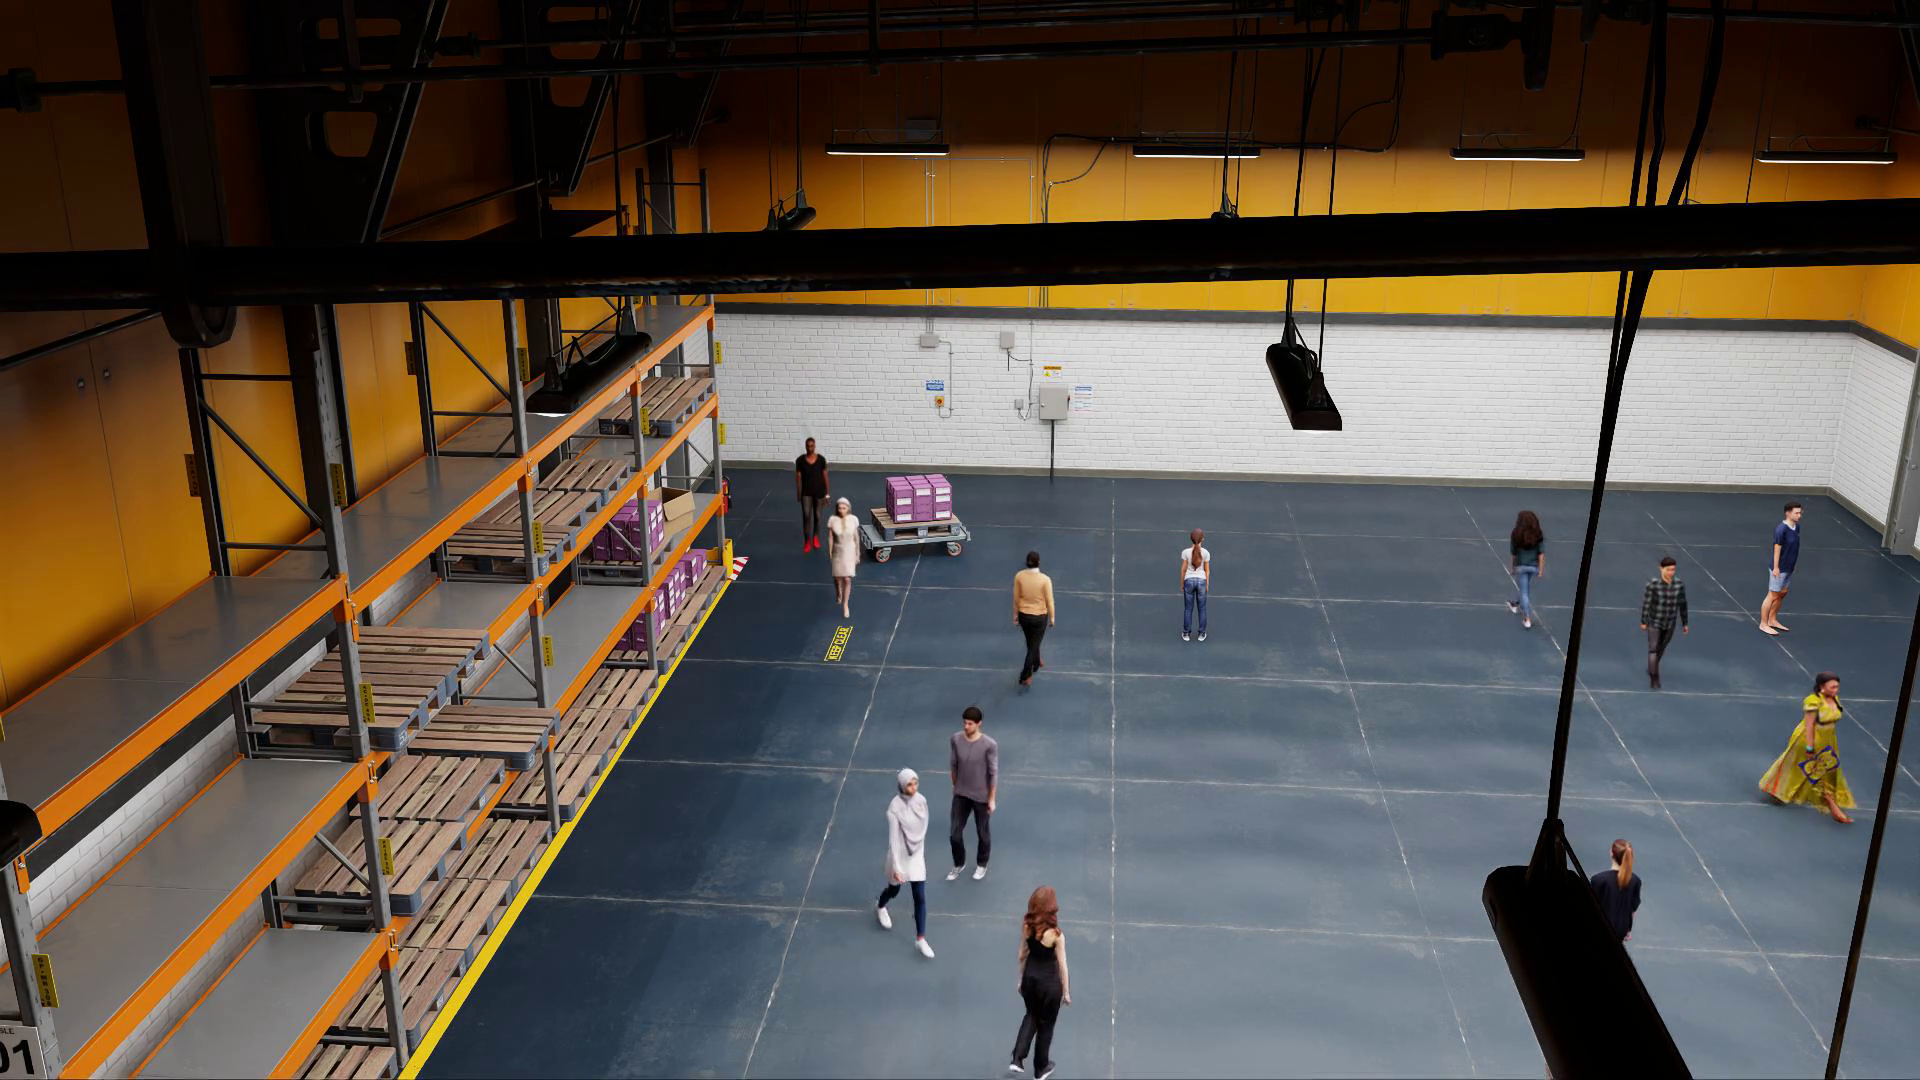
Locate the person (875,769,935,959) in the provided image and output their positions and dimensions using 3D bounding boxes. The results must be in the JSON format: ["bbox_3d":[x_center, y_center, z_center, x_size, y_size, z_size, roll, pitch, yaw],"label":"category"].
[{"bbox_3d":[-0.555,2.904,15.246,1.056,1.744,1.184,-12,22,-31],"label":"person"}]

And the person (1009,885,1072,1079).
[{"bbox_3d":[0.599,3.586,13.235,0.776,1.736,0.865,13,22,33],"label":"person"}]

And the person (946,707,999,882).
[{"bbox_3d":[0.172,2.463,16.408,0.759,1.838,0.755,7,20,19],"label":"person"}]

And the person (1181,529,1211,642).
[{"bbox_3d":[3.171,0.587,22.412,0.547,1.562,0.529,3,19,8],"label":"person"}]

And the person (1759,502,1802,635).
[{"bbox_3d":[11.205,0.355,22.654,0.705,1.847,0.746,-13,22,-33],"label":"person"}]

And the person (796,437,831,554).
[{"bbox_3d":[-2.300,-0.749,26.027,0.765,1.787,0.892,-3,19,-9],"label":"person"}]

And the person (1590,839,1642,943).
[{"bbox_3d":[5.512,3.360,14.065,0.787,1.633,1.169,-2,19,-7],"label":"person"}]

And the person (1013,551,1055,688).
[{"bbox_3d":[0.888,1.016,20.889,0.944,1.721,1.263,8,20,24],"label":"person"}]

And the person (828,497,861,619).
[{"bbox_3d":[-1.625,0.214,23.261,0.685,1.725,0.797,-3,19,-8],"label":"person"}]

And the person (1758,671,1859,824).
[{"bbox_3d":[9.011,2.152,17.703,1.175,1.601,1.346,-10,21,-28],"label":"person"}]

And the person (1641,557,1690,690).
[{"bbox_3d":[8.913,0.993,21.129,0.722,1.692,0.972,0,19,0],"label":"person"}]

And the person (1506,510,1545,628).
[{"bbox_3d":[7.816,0.419,22.896,0.659,1.572,1.018,2,19,7],"label":"person"}]
